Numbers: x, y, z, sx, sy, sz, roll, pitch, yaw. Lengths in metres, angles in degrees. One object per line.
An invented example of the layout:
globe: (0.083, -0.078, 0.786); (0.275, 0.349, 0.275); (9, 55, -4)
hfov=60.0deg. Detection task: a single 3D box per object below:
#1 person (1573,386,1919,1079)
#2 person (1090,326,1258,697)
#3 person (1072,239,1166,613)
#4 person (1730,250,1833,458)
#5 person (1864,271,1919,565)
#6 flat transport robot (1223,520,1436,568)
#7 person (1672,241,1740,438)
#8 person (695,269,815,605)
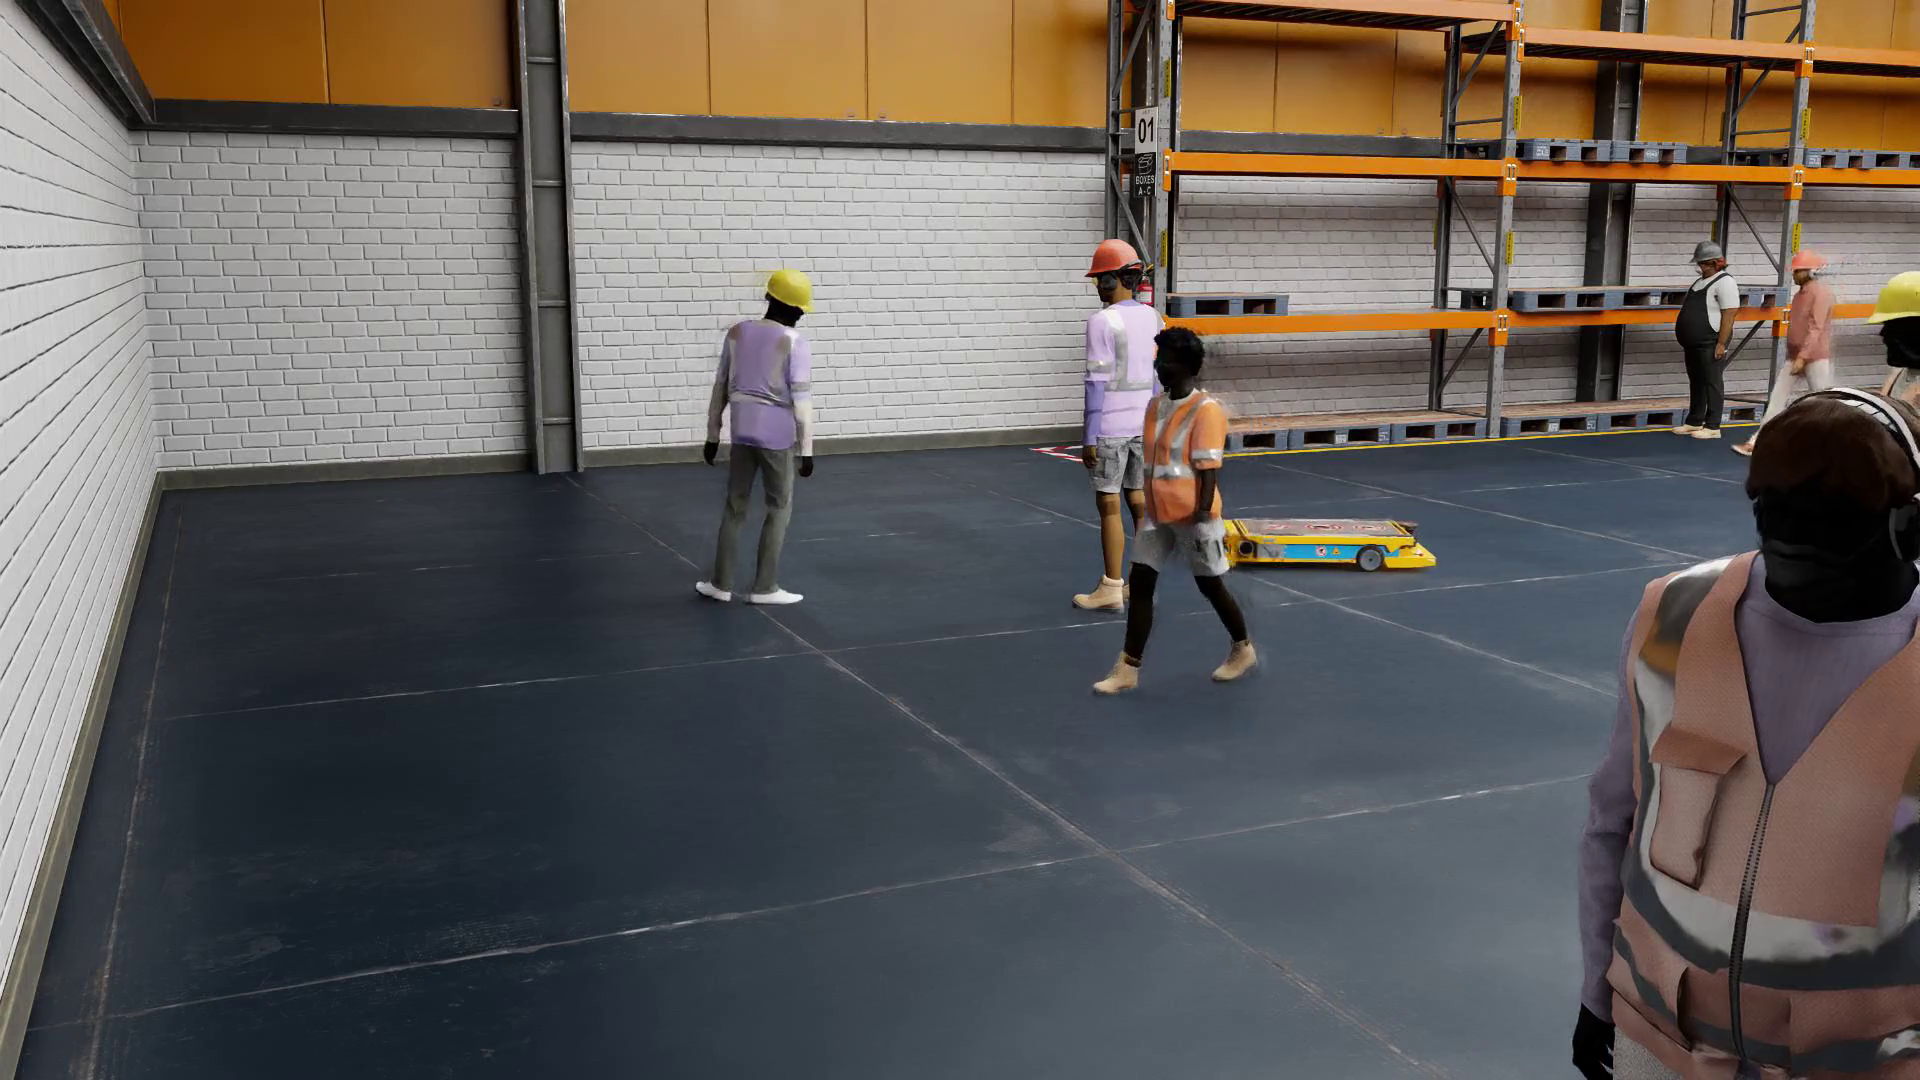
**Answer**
person: (1.141, 0.706, 2.304); (0.621, 1.838, 0.429); (10, 14, 43)
person: (1.014, -0.133, 7.477); (0.852, 1.655, 0.536); (-6, 12, -30)
person: (0.856, -0.620, 9.138); (0.398, 2.034, 0.609); (9, 14, 42)
person: (7.773, -1.691, 15.371); (1.018, 1.942, 0.615); (-1, 10, -3)
person: (3.522, -0.049, 6.299); (0.483, 1.911, 0.597); (2, 10, 14)
flat transport robot: (2.218, 0.013, 10.520); (1.431, 0.197, 0.652); (1, 10, 3)
person: (7.682, -2.073, 17.209); (0.535, 2.000, 0.684); (-1, 10, -3)
person: (-1.148, -0.568, 9.293); (0.757, 1.874, 0.442); (5, 11, 27)
